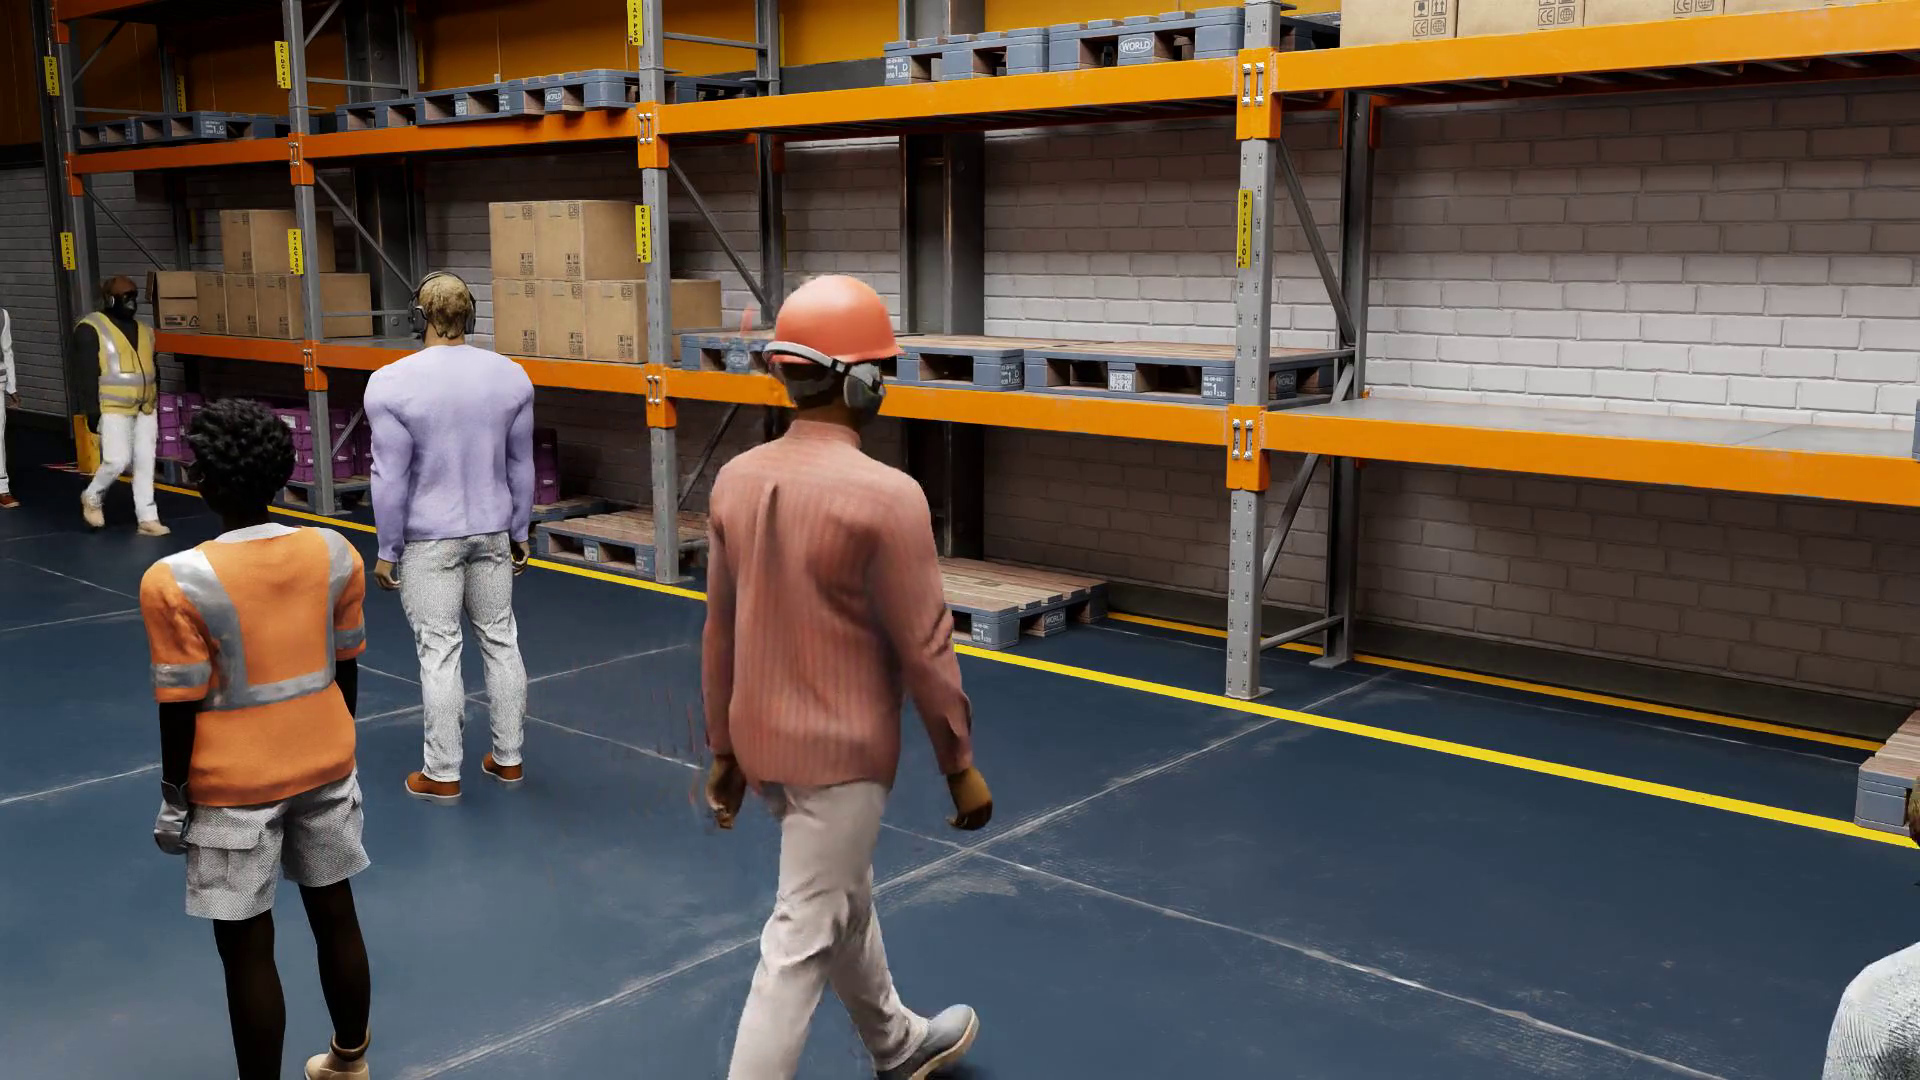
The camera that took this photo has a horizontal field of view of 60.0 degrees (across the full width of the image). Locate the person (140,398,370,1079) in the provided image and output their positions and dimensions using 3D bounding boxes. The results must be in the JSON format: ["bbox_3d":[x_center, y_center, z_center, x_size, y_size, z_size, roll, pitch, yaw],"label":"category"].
[{"bbox_3d":[-1.559,0.530,3.735,0.318,1.699,0.535,6,12,31],"label":"person"}]

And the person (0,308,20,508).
[{"bbox_3d":[-7.590,-1.162,12.849,0.337,1.879,0.584,8,13,39],"label":"person"}]

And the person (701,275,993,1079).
[{"bbox_3d":[-0.214,0.429,3.556,0.993,1.951,0.608,-9,13,-42],"label":"person"}]

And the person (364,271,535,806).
[{"bbox_3d":[-1.847,-0.002,6.085,0.630,1.940,0.370,-9,14,-42],"label":"person"}]

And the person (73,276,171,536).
[{"bbox_3d":[-5.886,-0.926,11.659,0.582,1.829,0.642,4,11,23],"label":"person"}]

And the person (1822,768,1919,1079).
[{"bbox_3d":[1.058,0.896,1.648,0.496,1.698,0.922,-2,10,-13],"label":"person"}]
